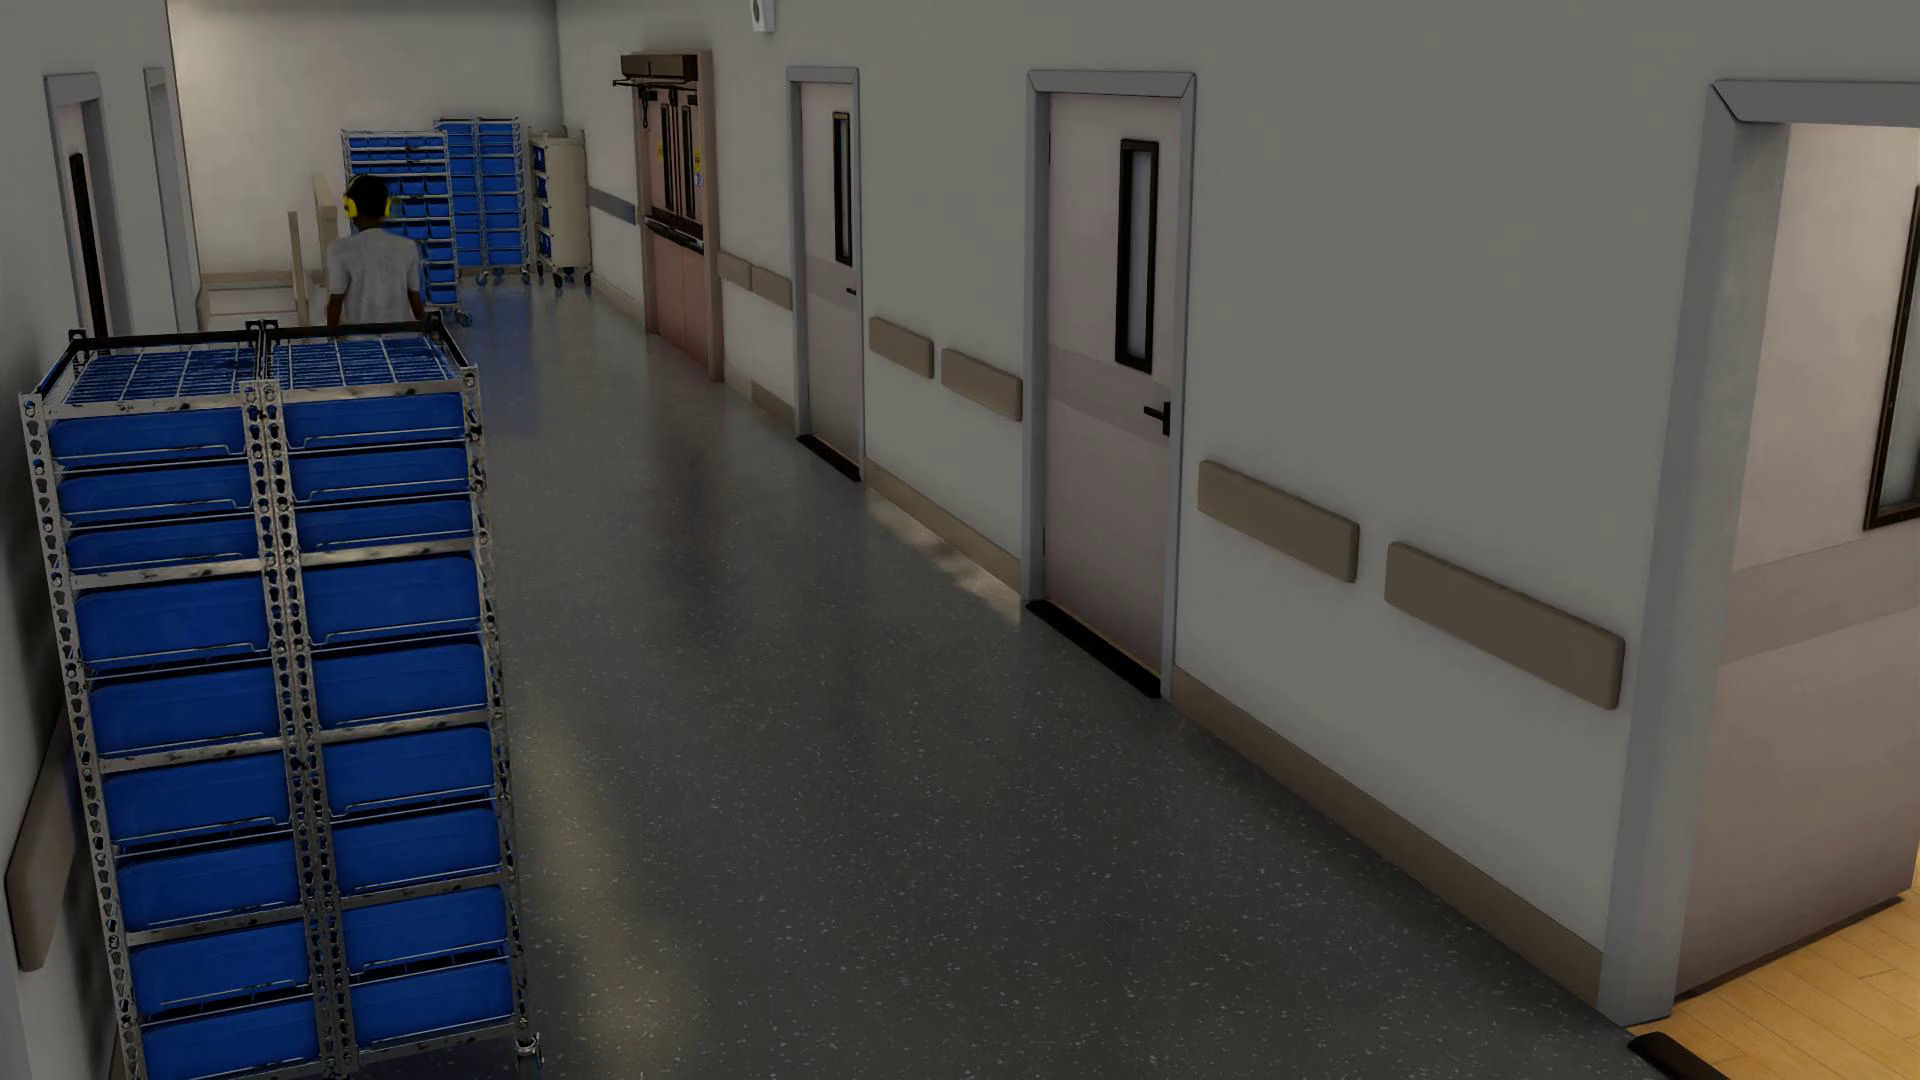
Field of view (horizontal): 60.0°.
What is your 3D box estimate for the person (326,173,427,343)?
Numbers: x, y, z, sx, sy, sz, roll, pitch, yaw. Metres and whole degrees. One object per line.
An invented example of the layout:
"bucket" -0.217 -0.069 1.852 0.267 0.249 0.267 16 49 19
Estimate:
"person" -2.994 -0.978 8.658 0.992 1.828 0.504 11 20 34
